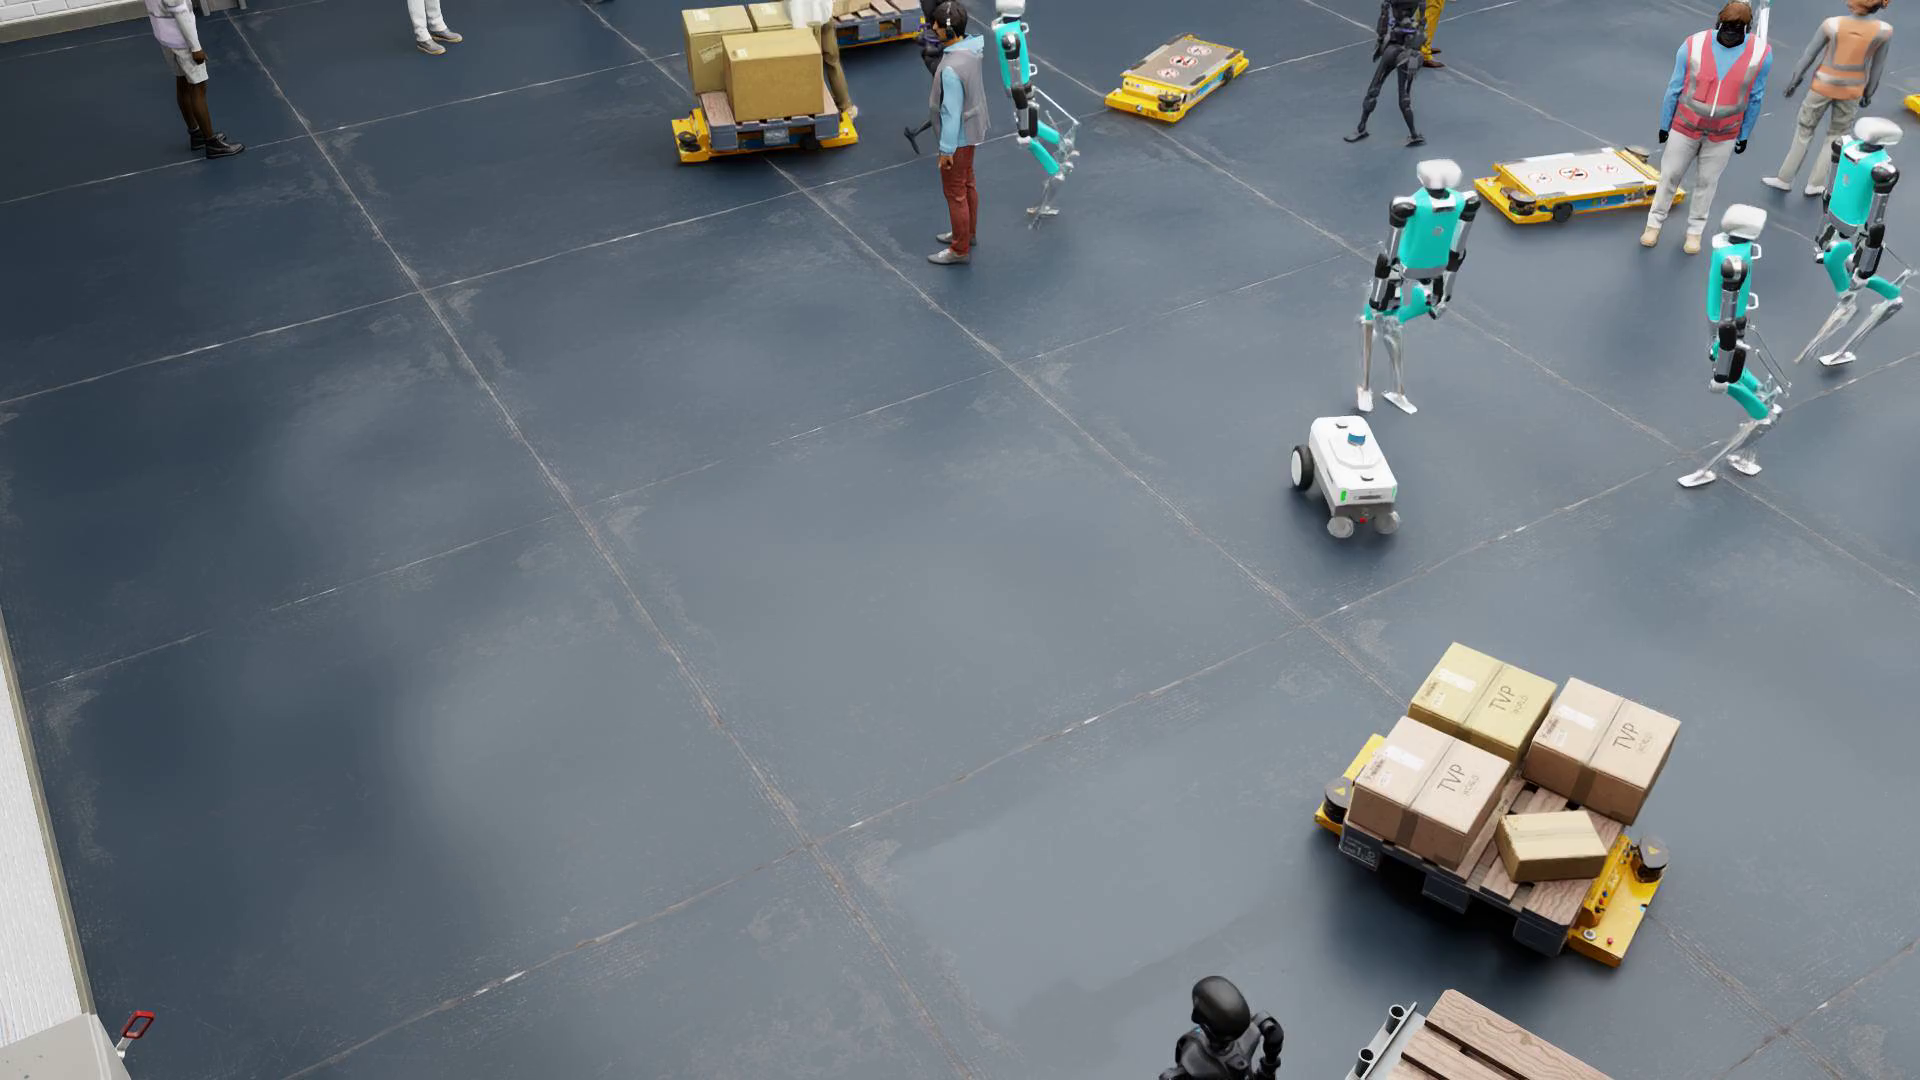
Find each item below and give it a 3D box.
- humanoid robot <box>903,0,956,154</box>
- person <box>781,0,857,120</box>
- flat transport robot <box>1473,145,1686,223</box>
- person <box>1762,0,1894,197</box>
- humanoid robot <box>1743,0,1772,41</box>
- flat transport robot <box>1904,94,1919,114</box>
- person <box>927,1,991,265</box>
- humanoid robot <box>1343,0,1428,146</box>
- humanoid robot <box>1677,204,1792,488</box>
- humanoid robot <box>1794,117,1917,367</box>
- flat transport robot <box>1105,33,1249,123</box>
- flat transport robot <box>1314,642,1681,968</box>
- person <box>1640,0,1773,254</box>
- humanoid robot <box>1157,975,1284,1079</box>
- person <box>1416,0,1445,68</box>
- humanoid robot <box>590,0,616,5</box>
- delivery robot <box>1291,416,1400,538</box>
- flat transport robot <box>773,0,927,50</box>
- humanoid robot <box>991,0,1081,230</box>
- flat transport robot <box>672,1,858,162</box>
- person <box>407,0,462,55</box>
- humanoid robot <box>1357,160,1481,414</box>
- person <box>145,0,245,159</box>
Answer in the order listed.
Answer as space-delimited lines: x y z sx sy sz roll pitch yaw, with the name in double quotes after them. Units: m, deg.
-0.189 -3.833 13.013 0.641 1.636 0.608 -13 40 -16 "humanoid robot"
-1.162 -4.172 13.385 0.496 1.726 0.678 26 45 29 "person"
4.737 -2.715 12.718 1.431 0.231 0.659 -9 39 -12 "flat transport robot"
6.507 -3.350 12.424 0.603 1.629 0.323 14 40 17 "person"
7.142 -5.086 14.532 0.564 1.771 0.902 5 39 6 "humanoid robot"
8.749 -3.650 13.897 1.431 0.231 0.659 -8 39 -10 "flat transport robot"
-0.006 -2.807 11.547 0.411 1.872 0.541 8 39 10 "person"
3.457 -3.888 13.089 0.606 1.642 0.614 -12 40 -15 "humanoid robot"
4.535 -1.025 9.398 0.887 1.762 0.589 12 40 14 "humanoid robot"
5.688 -1.793 10.399 0.810 1.799 0.530 -7 39 -9 "humanoid robot"
1.888 -3.993 14.330 0.659 0.231 1.431 22 44 26 "flat transport robot"
2.417 1.351 7.587 1.431 0.231 0.659 24 44 27 "flat transport robot"
5.235 -2.893 11.689 0.628 1.836 0.431 13 40 16 "person"
0.850 2.036 5.584 0.600 1.642 0.368 -22 43 -25 "humanoid robot"
4.191 -4.996 14.410 0.342 1.749 0.528 4 39 5 "person"
-3.470 -5.898 15.610 0.387 1.651 0.616 3 39 4 "humanoid robot"
2.253 -0.401 9.567 0.528 0.594 0.766 -3 39 -4 "delivery robot"
-1.020 -4.689 15.208 1.431 0.231 0.659 -15 41 -18 "flat transport robot"
0.607 -3.021 11.964 0.782 1.820 0.535 -2 38 -2 "humanoid robot"
-1.596 -3.363 13.535 1.431 0.231 0.659 -9 39 -11 "flat transport robot"
-4.765 -5.257 14.627 0.355 1.882 0.573 12 40 15 "person"
2.661 -1.561 10.062 0.530 1.758 0.749 -7 39 -9 "humanoid robot"
-6.041 -3.916 12.888 0.544 1.942 0.348 31 48 33 "person"
